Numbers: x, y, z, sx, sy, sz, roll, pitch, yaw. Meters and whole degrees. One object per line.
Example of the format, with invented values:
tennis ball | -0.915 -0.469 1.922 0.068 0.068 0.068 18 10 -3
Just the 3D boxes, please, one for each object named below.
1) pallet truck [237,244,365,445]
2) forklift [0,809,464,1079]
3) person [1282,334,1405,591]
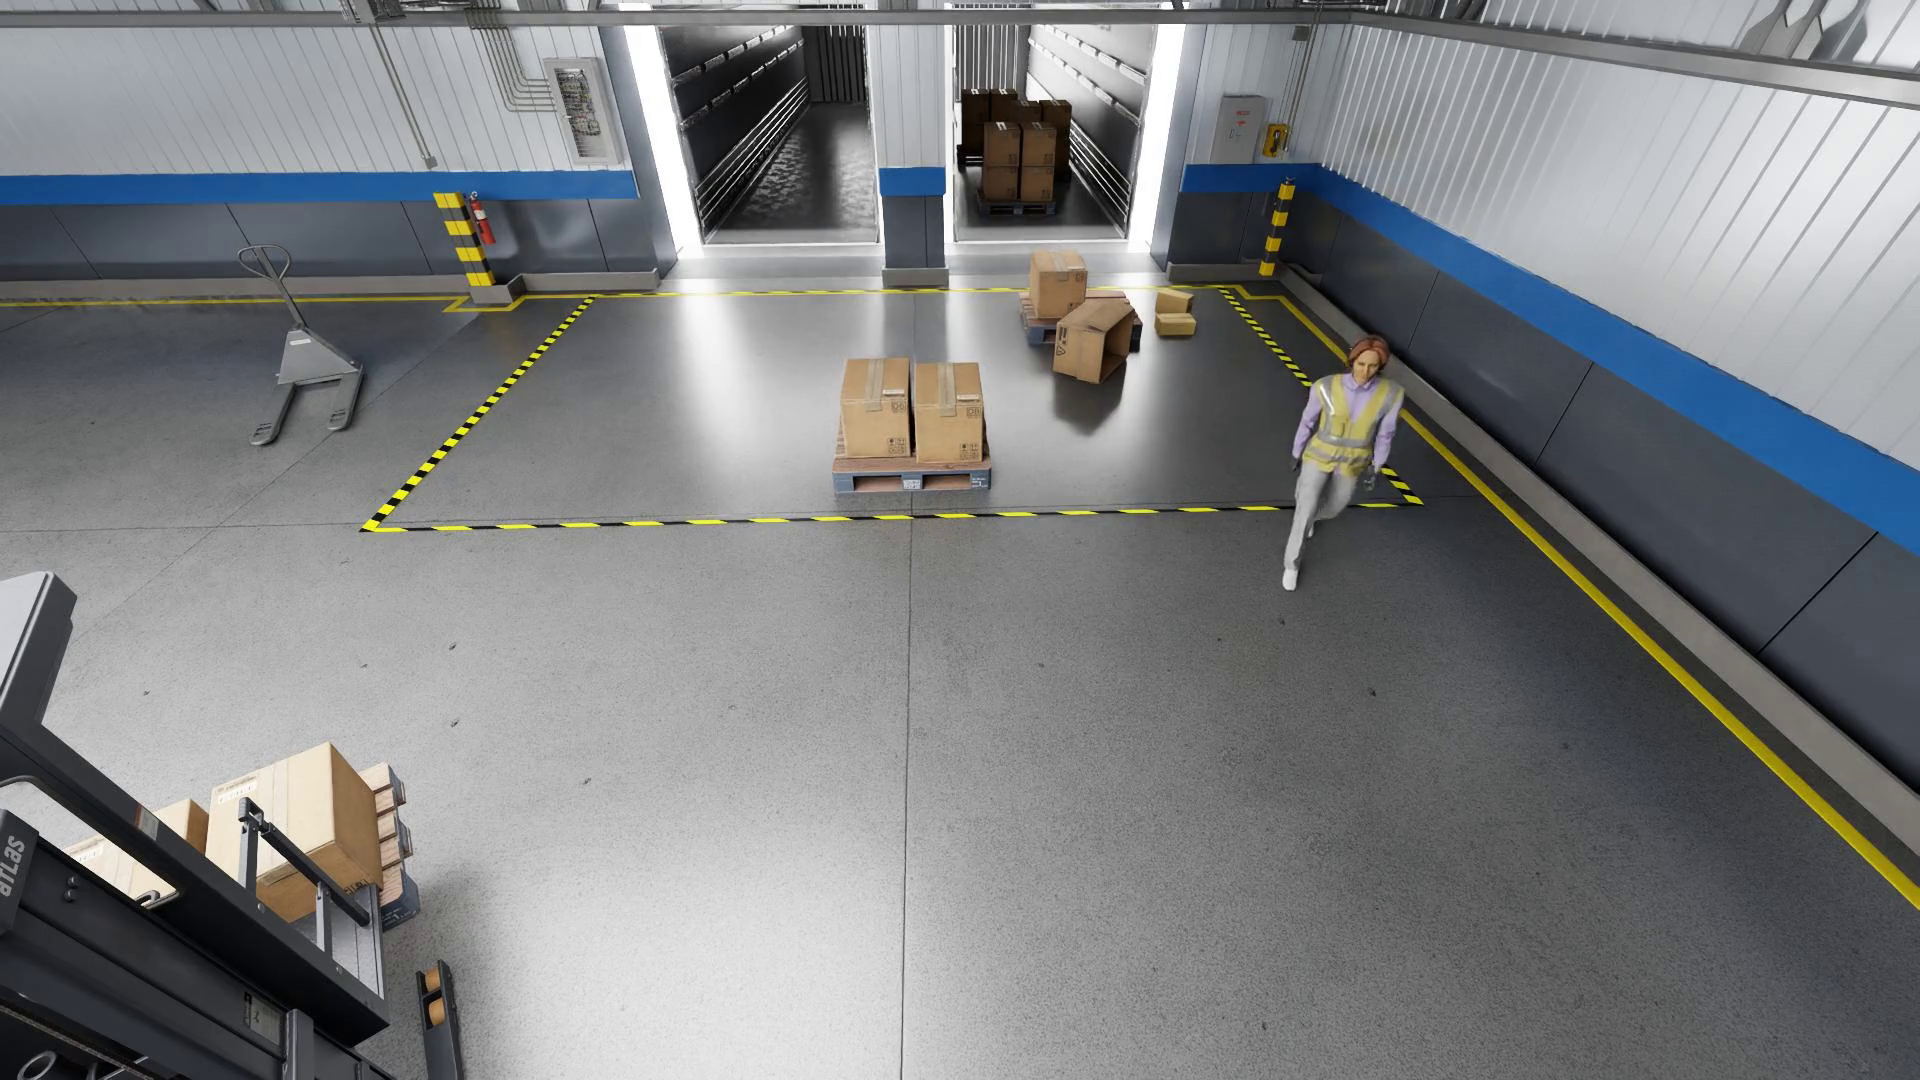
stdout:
pallet truck | -5.915 -1.733 6.366 0.680 1.201 1.601 -18 42 -21
forklift | -1.870 1.524 1.616 0.716 2.013 0.776 -24 44 -27
person | 2.297 -0.505 4.515 0.510 1.610 0.782 11 40 13
